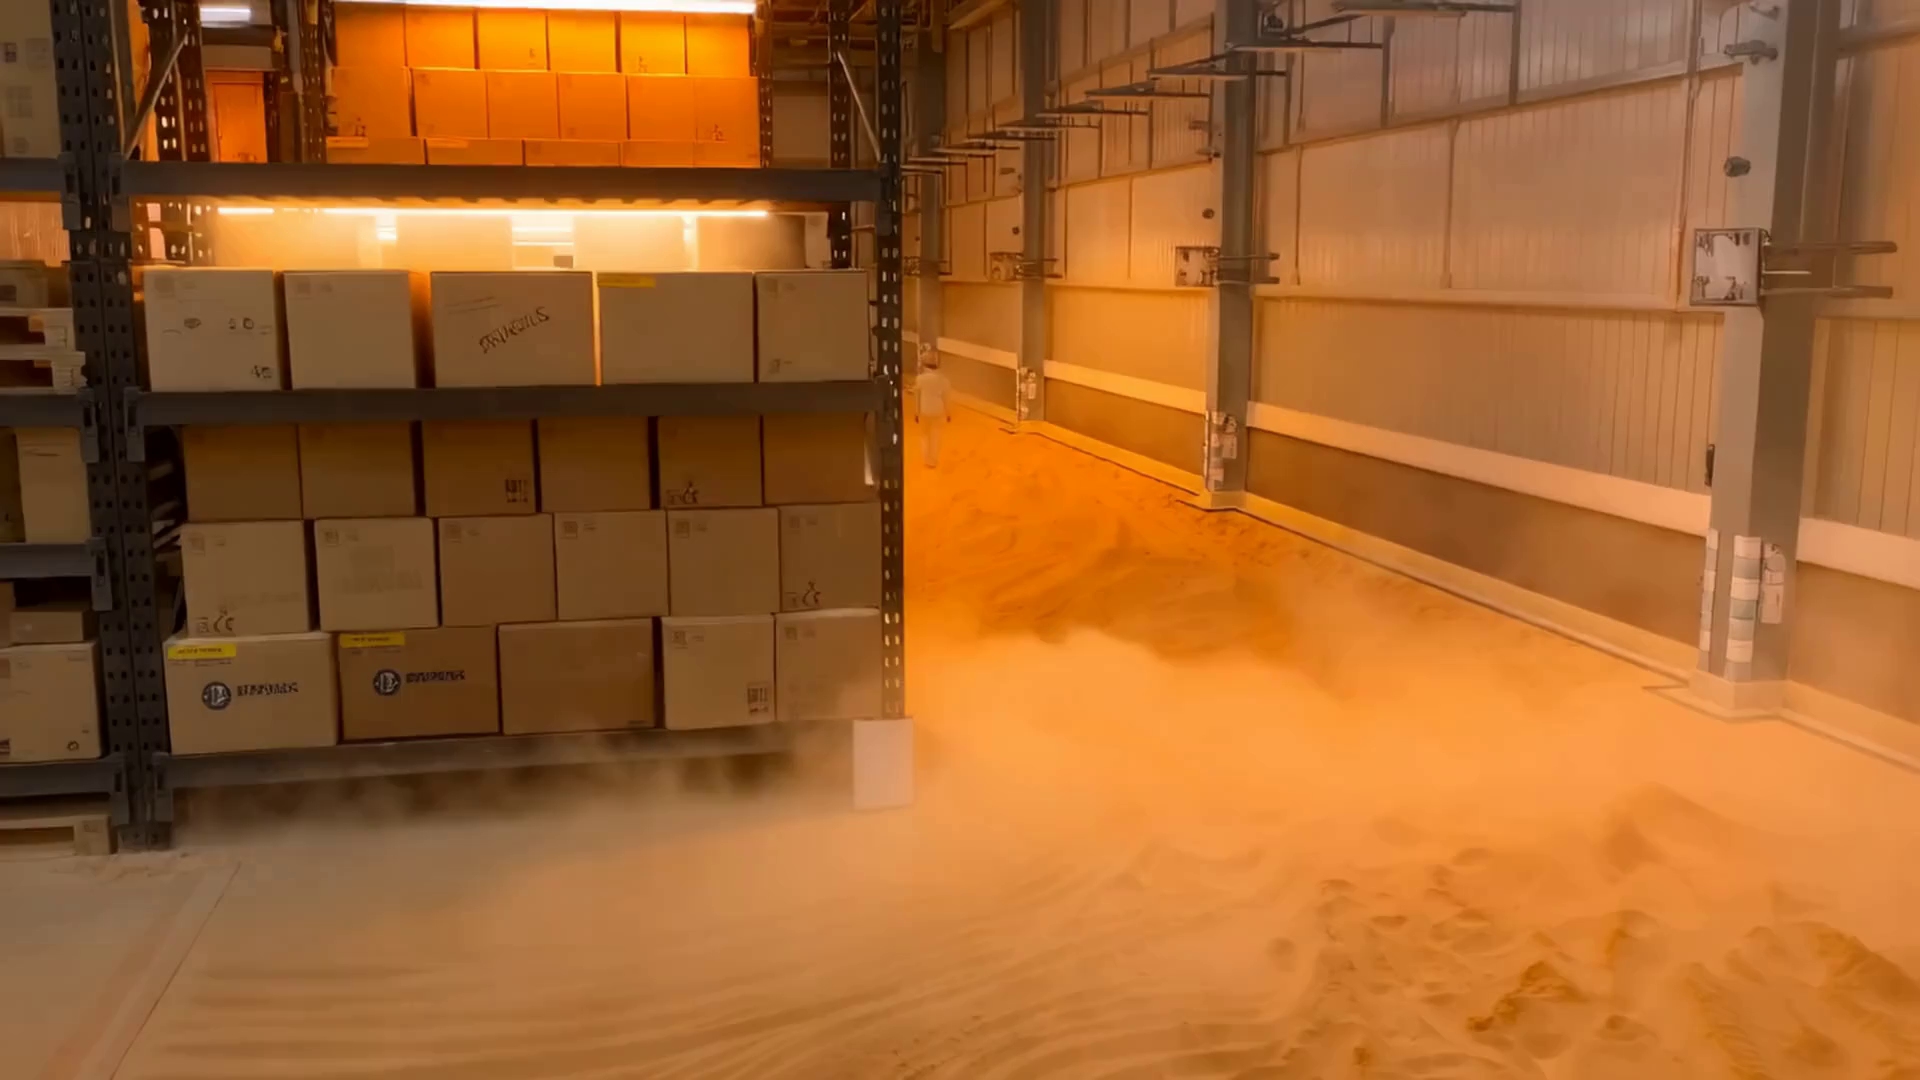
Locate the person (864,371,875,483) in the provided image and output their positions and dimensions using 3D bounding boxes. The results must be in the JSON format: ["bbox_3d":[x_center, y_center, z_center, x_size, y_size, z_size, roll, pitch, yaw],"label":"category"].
[{"bbox_3d":[-1.404,-1.747,23.411,0.579,1.903,0.548,7,12,36],"label":"person"}]

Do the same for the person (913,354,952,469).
[{"bbox_3d":[-0.407,-1.938,25.076,0.583,1.733,0.510,1,9,3],"label":"person"}]
